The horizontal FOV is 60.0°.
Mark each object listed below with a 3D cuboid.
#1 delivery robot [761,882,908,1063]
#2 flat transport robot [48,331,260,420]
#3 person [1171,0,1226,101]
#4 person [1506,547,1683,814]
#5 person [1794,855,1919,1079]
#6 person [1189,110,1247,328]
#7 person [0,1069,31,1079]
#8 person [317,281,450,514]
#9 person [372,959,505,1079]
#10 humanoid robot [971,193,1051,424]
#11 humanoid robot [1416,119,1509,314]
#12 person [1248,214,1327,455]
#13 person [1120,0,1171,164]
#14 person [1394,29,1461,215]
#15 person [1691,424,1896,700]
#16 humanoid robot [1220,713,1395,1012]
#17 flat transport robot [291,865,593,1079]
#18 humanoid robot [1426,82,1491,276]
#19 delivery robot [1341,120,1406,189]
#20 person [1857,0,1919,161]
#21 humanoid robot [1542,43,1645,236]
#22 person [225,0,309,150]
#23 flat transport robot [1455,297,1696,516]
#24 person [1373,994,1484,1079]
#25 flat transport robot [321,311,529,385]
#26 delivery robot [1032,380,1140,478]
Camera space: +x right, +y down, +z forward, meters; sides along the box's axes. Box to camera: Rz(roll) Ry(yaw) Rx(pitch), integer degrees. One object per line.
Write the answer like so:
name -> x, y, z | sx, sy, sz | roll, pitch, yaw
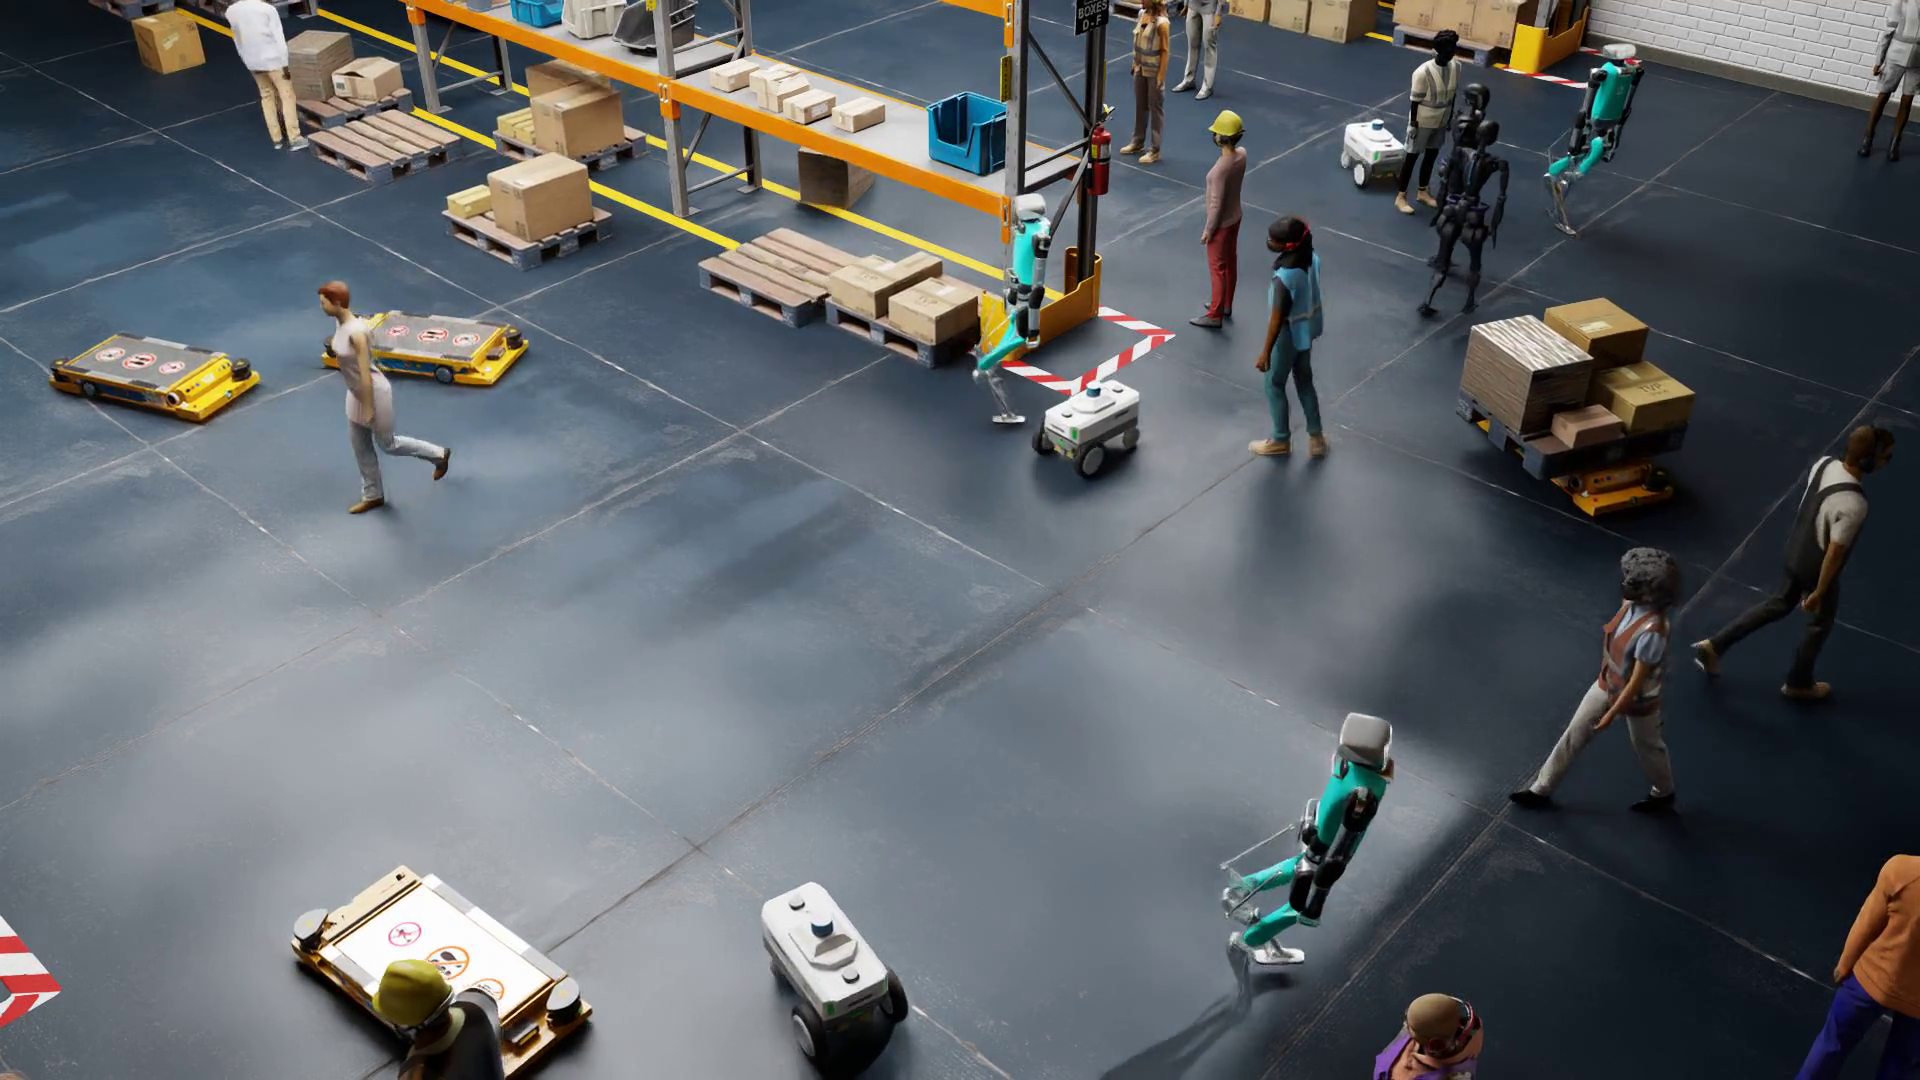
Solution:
delivery robot -> -0.605, 1.965, 7.707 | 0.524, 0.590, 0.761 | -20, 39, -26
flat transport robot -> -6.127, -1.253, 12.626 | 1.431, 0.231, 0.659 | 12, 36, 17
person -> 2.578, -5.613, 17.511 | 0.394, 1.897, 0.534 | -27, 43, -33
person -> 3.420, 0.760, 8.500 | 0.895, 1.638, 0.444 | -4, 35, -6
person -> 3.835, 1.788, 6.728 | 0.515, 1.972, 0.404 | 20, 39, 26
person -> 2.060, -2.530, 13.157 | 0.313, 1.769, 0.523 | 19, 39, 25
person -> -3.187, 2.489, 5.975 | 0.495, 1.657, 0.336 | -10, 36, -14
person -> -3.854, -0.974, 11.013 | 0.690, 1.630, 0.450 | -26, 42, -32
person -> -1.870, 2.236, 6.211 | 0.405, 1.821, 0.598 | 7, 35, 10
humanoid robot -> 0.287, -1.530, 11.793 | 0.682, 1.860, 0.536 | -8, 36, -12
humanoid robot -> 4.043, -2.575, 13.344 | 0.587, 1.646, 0.549 | 26, 42, 32
person -> 2.343, -1.371, 11.420 | 0.574, 1.838, 0.621 | 23, 41, 29
person -> 1.815, -4.518, 16.028 | 0.323, 1.776, 0.468 | -19, 39, -25
person -> 4.253, -3.787, 15.047 | 0.534, 1.693, 0.320 | -18, 39, -24
person -> 4.671, 0.146, 9.237 | 0.761, 1.819, 0.514 | -2, 35, -3
humanoid robot -> 1.439, 1.483, 7.434 | 0.774, 1.837, 0.544 | 8, 36, 12
flat transport robot -> -2.467, 2.040, 7.855 | 1.431, 0.231, 0.659 | 24, 41, 31
humanoid robot -> 4.204, -3.051, 13.989 | 0.341, 1.650, 0.597 | 21, 40, 28
delivery robot -> 3.977, -3.711, 15.952 | 0.499, 0.614, 0.812 | -8, 35, -12
person -> 9.154, -4.635, 16.069 | 0.548, 1.927, 0.389 | 14, 37, 19
humanoid robot -> 5.459, -3.537, 14.730 | 0.559, 1.881, 0.793 | -12, 37, -17
person -> -6.824, -4.717, 16.376 | 0.638, 1.705, 0.436 | 8, 35, 11
flat transport robot -> 4.302, -0.662, 11.769 | 0.659, 0.231, 1.431 | -12, 36, -17
person -> 1.698, 2.289, 6.242 | 0.349, 1.690, 0.484 | -3, 35, -4
flat transport robot -> -4.177, -1.508, 12.995 | 1.431, 0.231, 0.659 | 8, 35, 11
delivery robot -> 0.921, -0.827, 11.766 | 0.807, 0.606, 0.499 | -27, 43, -34
